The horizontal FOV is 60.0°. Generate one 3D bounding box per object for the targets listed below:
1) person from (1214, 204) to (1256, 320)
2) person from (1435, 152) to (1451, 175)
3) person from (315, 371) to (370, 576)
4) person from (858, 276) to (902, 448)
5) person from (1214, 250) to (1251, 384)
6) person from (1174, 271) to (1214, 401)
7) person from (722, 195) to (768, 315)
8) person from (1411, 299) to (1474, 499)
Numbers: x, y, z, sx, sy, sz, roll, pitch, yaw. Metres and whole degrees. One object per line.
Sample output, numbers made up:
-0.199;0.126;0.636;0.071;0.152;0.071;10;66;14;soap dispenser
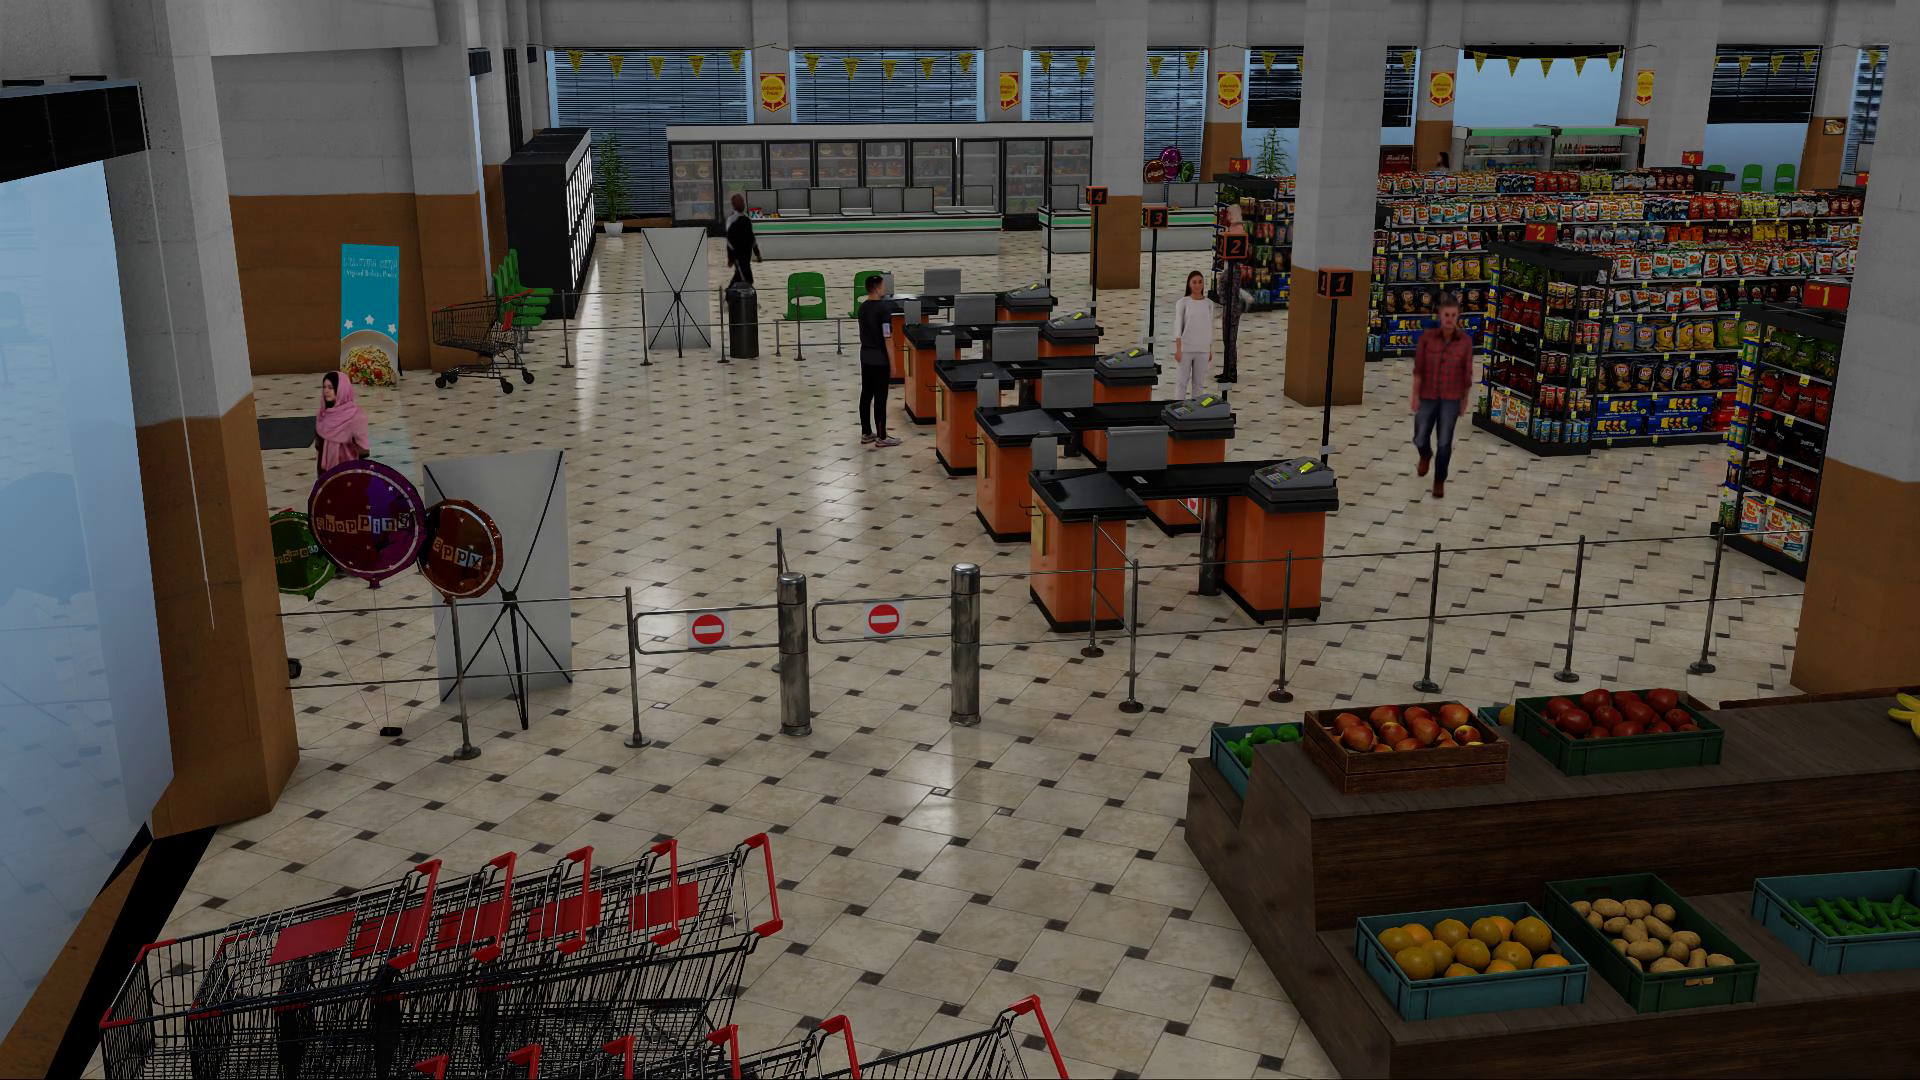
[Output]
4.160;-4.159;24.923;0.874;1.709;0.608;-3;17;-9;person
10.394;-7.419;35.669;1.110;1.704;0.681;-4;17;-11;person
-4.850;-0.531;13.099;0.705;1.637;0.818;5;18;17;person
-0.879;-1.860;17.258;0.724;1.764;0.722;-15;22;-40;person
3.329;-2.791;20.417;0.649;1.709;0.632;1;17;4;person
2.543;-2.096;18.163;0.496;1.689;0.676;-5;17;-15;person
-3.420;-4.359;25.426;1.254;1.799;1.115;9;19;27;person
4.450;-1.337;15.442;0.986;1.817;0.982;5;18;16;person
